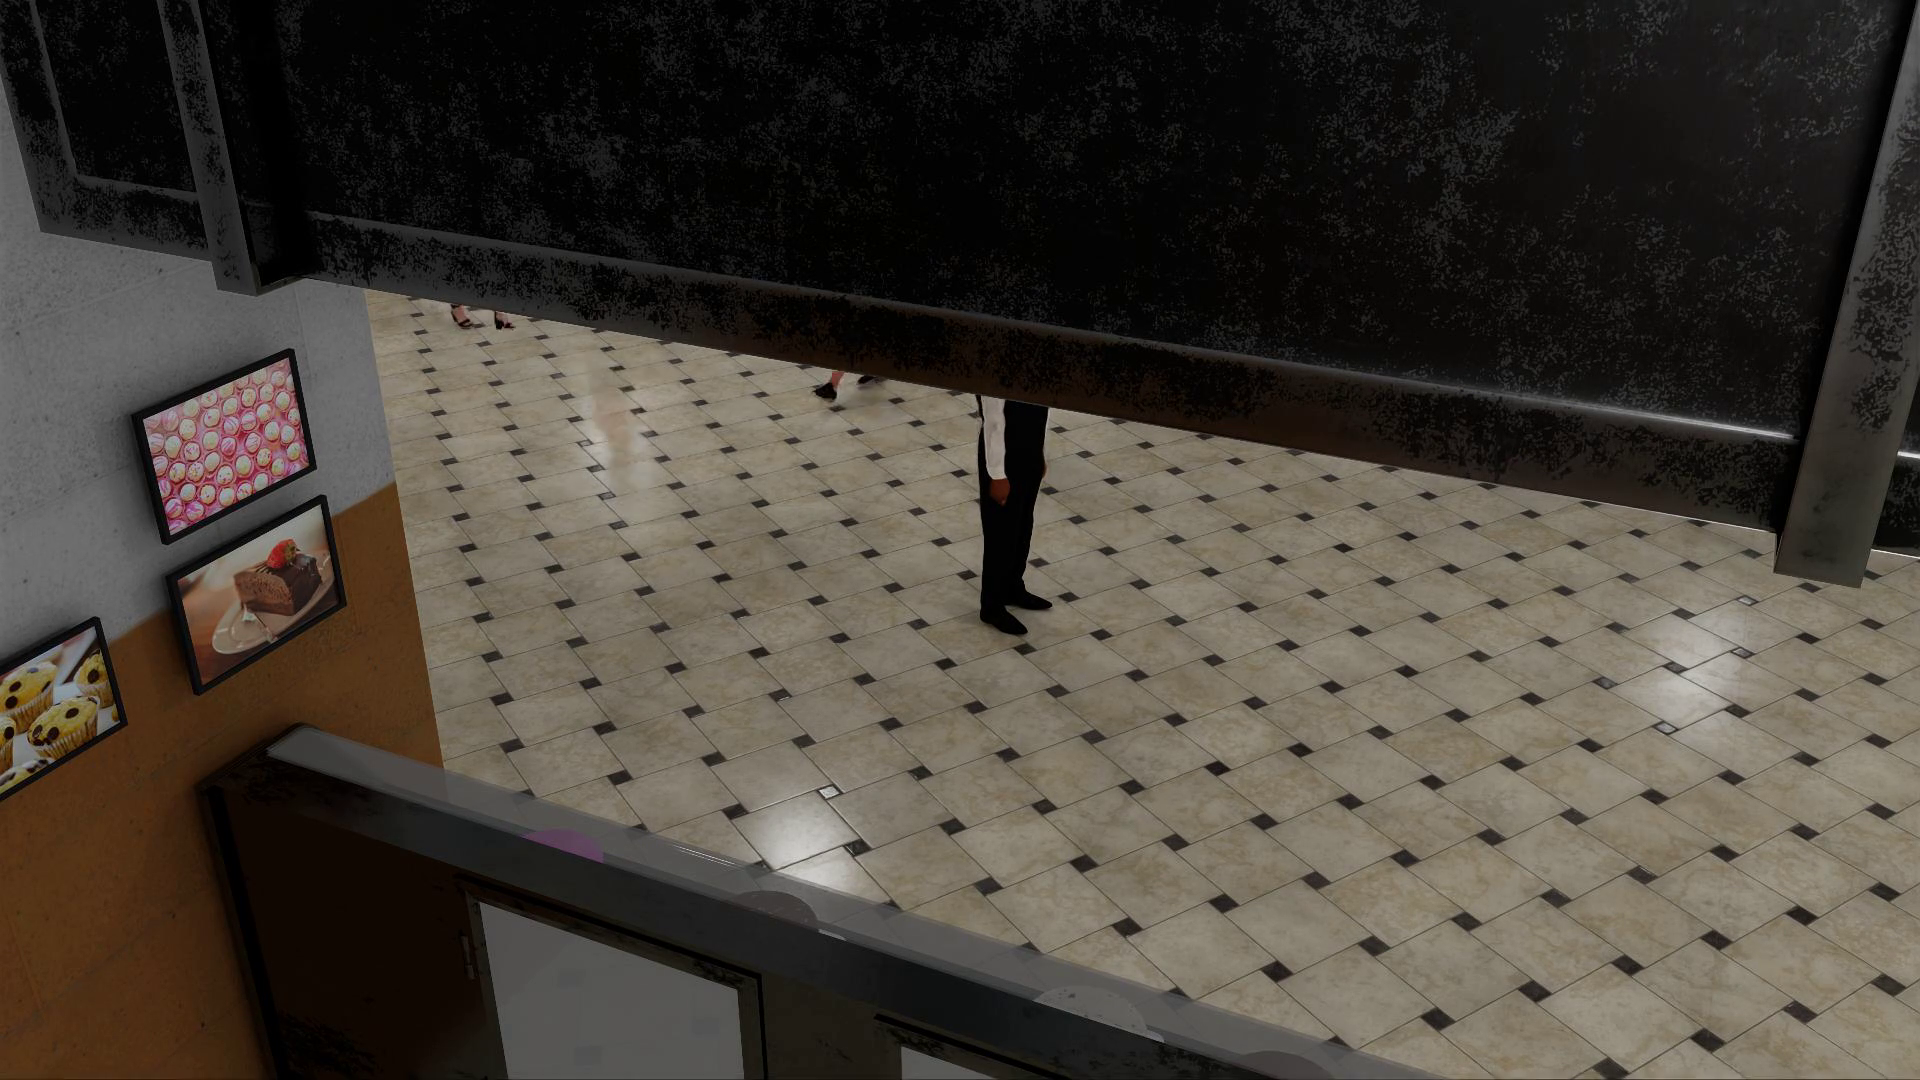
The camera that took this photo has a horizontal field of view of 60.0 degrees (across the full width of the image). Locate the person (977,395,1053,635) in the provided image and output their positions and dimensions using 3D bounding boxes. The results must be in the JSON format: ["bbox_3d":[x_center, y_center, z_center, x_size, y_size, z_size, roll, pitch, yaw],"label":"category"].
[{"bbox_3d":[0.270,-0.458,8.699,0.744,1.919,0.513,13,30,24],"label":"person"}]
